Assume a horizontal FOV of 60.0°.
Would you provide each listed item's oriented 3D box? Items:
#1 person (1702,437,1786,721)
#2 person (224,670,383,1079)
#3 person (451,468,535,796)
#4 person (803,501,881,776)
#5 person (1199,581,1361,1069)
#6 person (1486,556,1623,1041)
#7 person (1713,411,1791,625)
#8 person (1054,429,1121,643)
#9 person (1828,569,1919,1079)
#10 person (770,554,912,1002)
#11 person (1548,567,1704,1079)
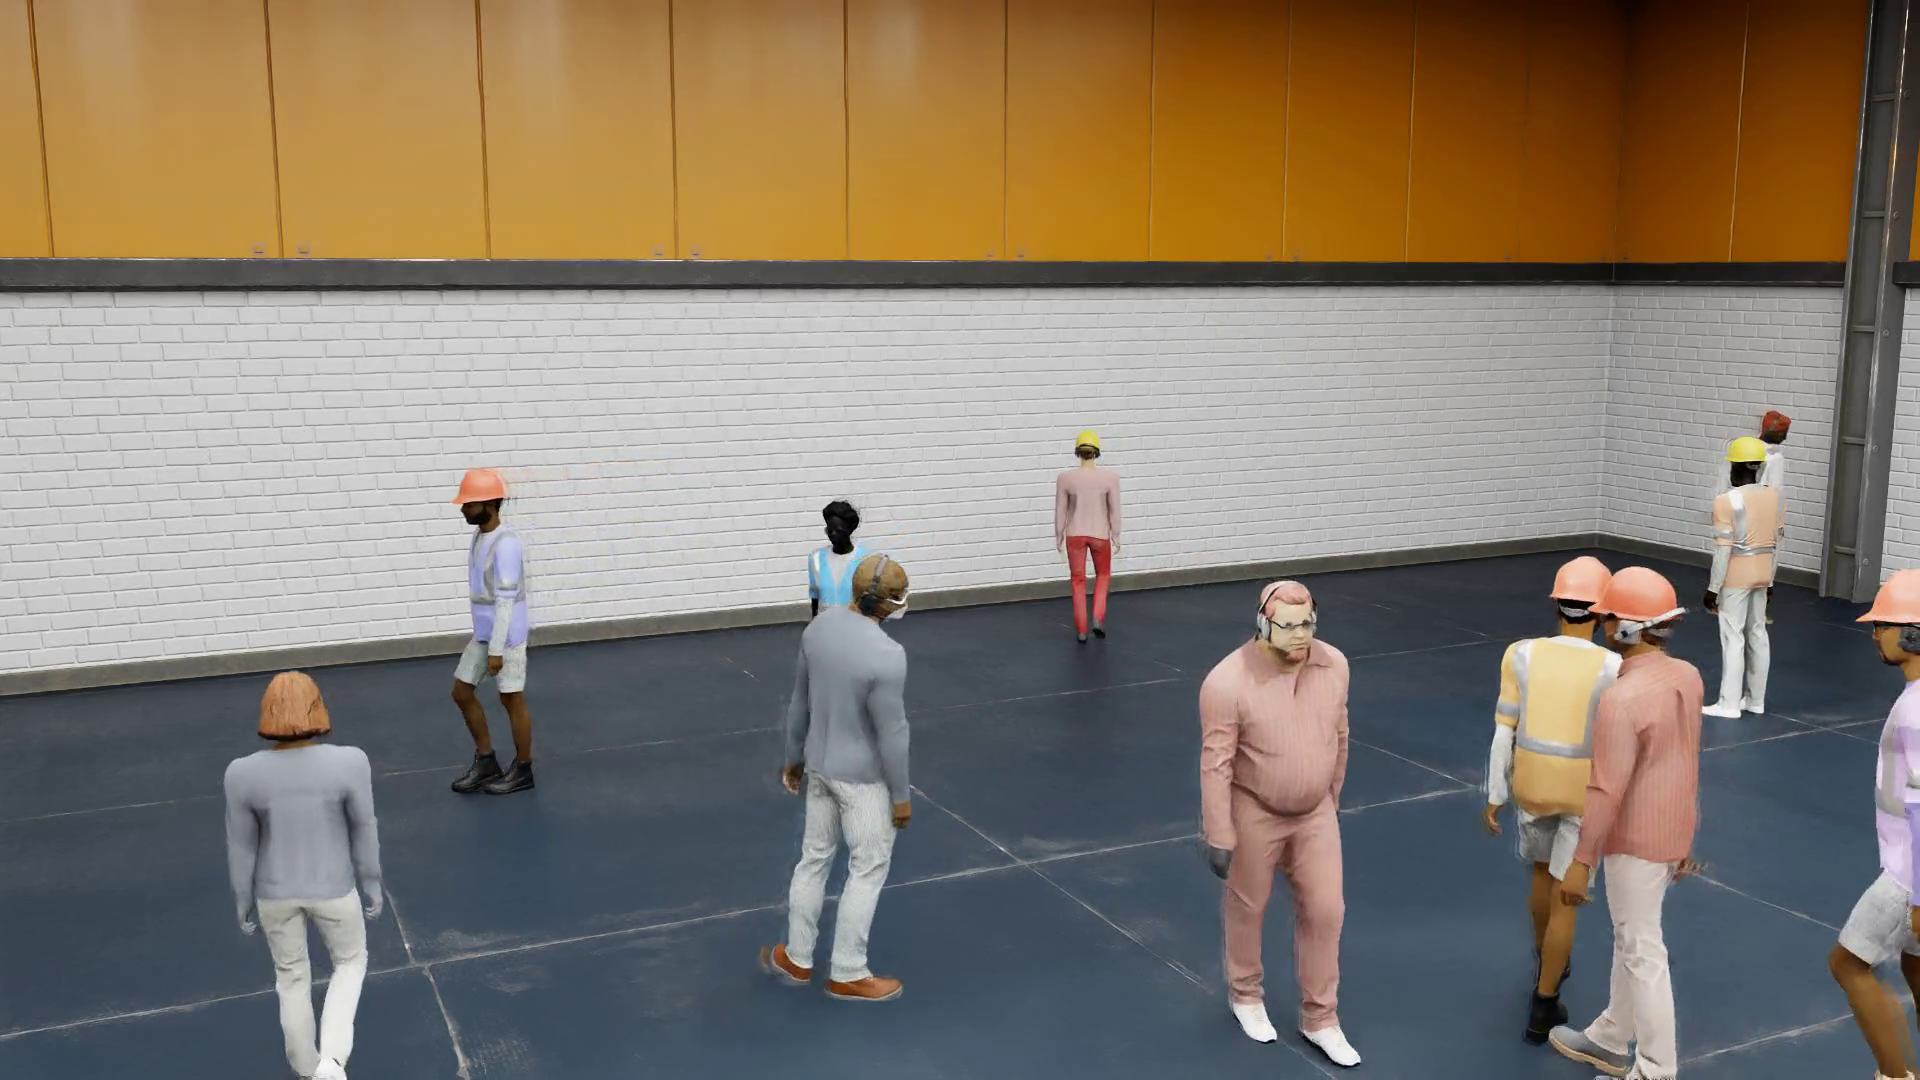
[{"bbox_3d":[5.300,0.260,11.305,0.590,1.926,0.388,-4,10,-22],"label":"person"},{"bbox_3d":[-2.344,1.270,5.958,0.515,1.621,0.435,-2,9,-12],"label":"person"},{"bbox_3d":[-2.744,0.547,9.541,0.608,1.917,0.581,-6,11,-35],"label":"person"},{"bbox_3d":[-0.715,0.598,10.008,0.546,1.652,0.838,3,10,18],"label":"person"},{"bbox_3d":[1.249,1.080,6.358,0.684,1.874,0.764,-3,10,-17],"label":"person"},{"bbox_3d":[2.497,1.006,6.729,0.582,1.902,0.847,7,12,38],"label":"person"},{"bbox_3d":[6.845,-0.208,14.462,0.346,1.859,0.698,-3,10,-20],"label":"person"},{"bbox_3d":[1.047,-0.038,13.664,0.546,1.751,0.449,1,9,5],"label":"person"},{"bbox_3d":[3.277,1.113,5.748,0.537,2.016,0.646,8,12,41],"label":"person"},{"bbox_3d":[-0.504,0.982,6.966,0.371,1.901,0.816,-8,12,-42],"label":"person"},{"bbox_3d":[2.424,1.081,6.065,0.628,1.996,0.540,-9,13,-43],"label":"person"}]
